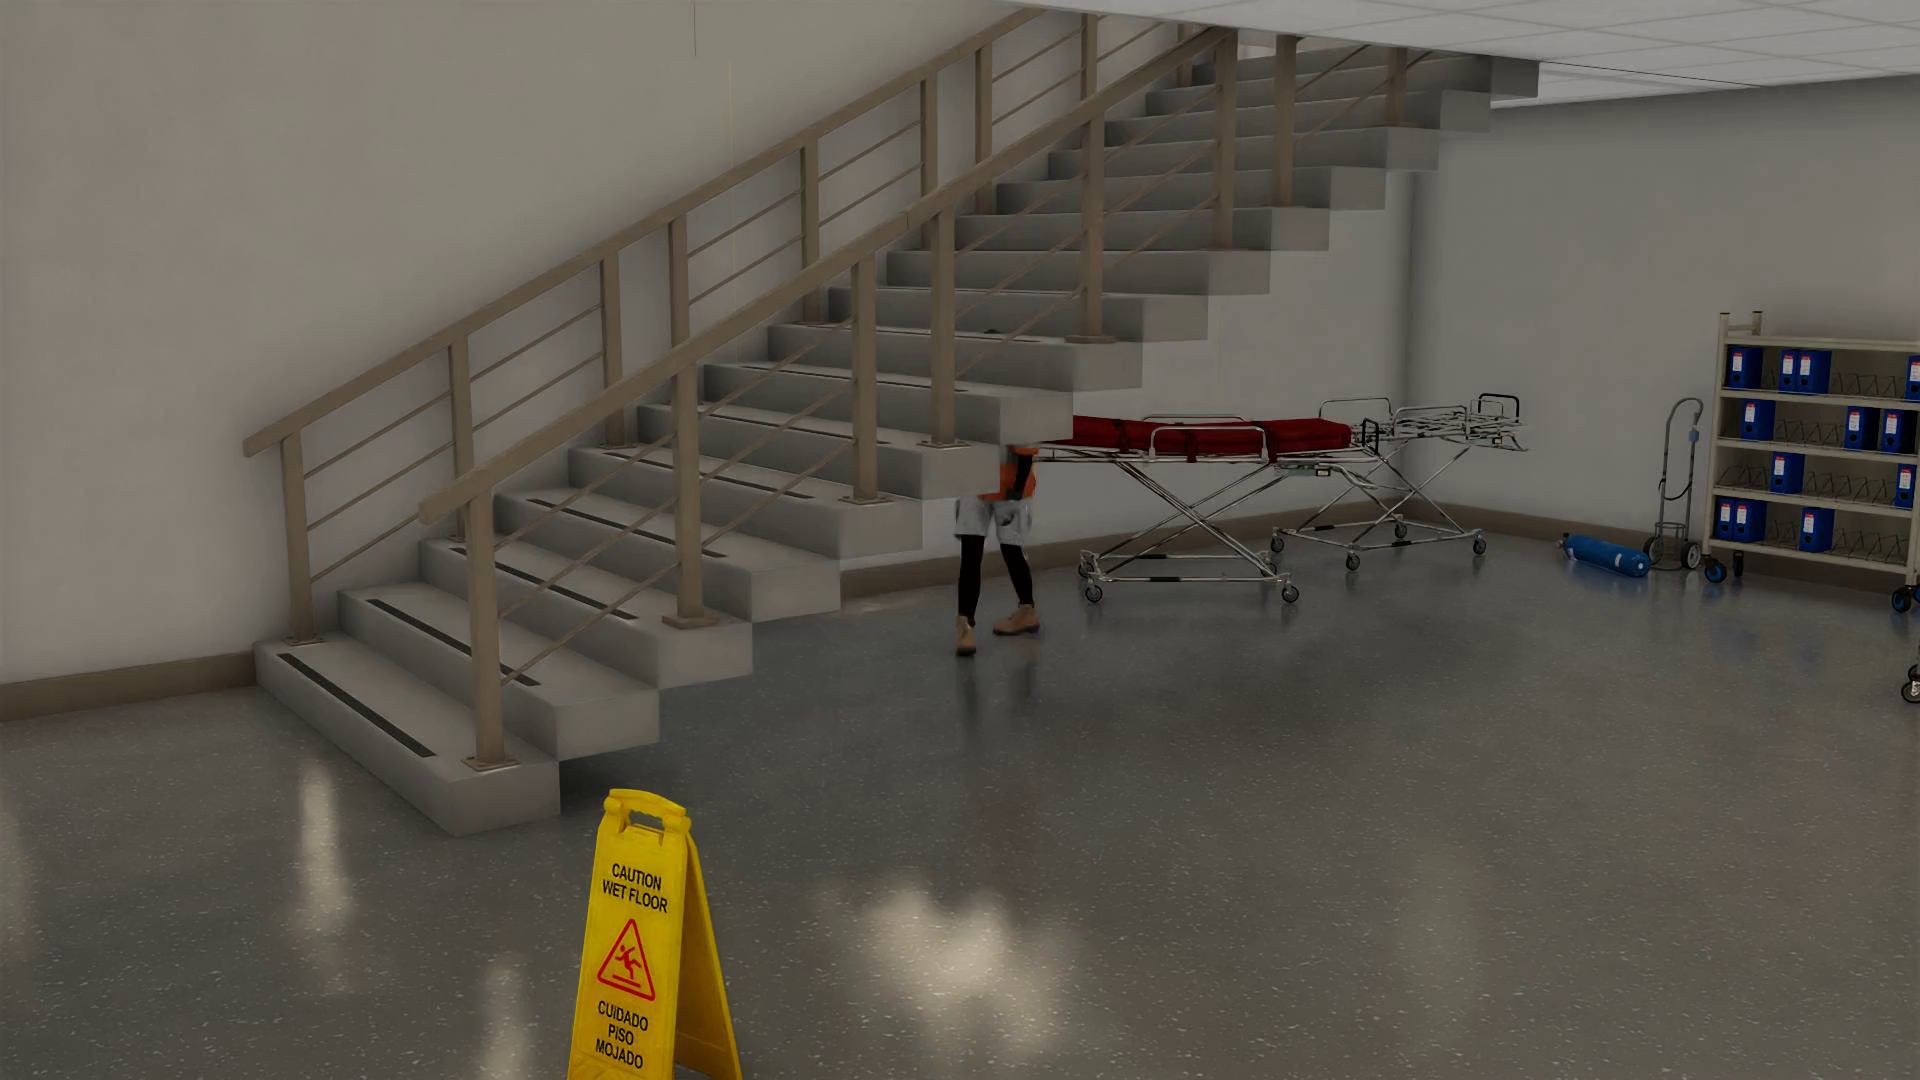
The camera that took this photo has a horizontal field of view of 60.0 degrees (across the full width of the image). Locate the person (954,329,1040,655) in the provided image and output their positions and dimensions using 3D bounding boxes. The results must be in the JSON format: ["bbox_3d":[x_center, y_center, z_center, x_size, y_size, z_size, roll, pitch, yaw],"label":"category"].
[{"bbox_3d":[0.184,-0.260,8.481,0.533,1.644,0.735,4,11,24],"label":"person"}]
